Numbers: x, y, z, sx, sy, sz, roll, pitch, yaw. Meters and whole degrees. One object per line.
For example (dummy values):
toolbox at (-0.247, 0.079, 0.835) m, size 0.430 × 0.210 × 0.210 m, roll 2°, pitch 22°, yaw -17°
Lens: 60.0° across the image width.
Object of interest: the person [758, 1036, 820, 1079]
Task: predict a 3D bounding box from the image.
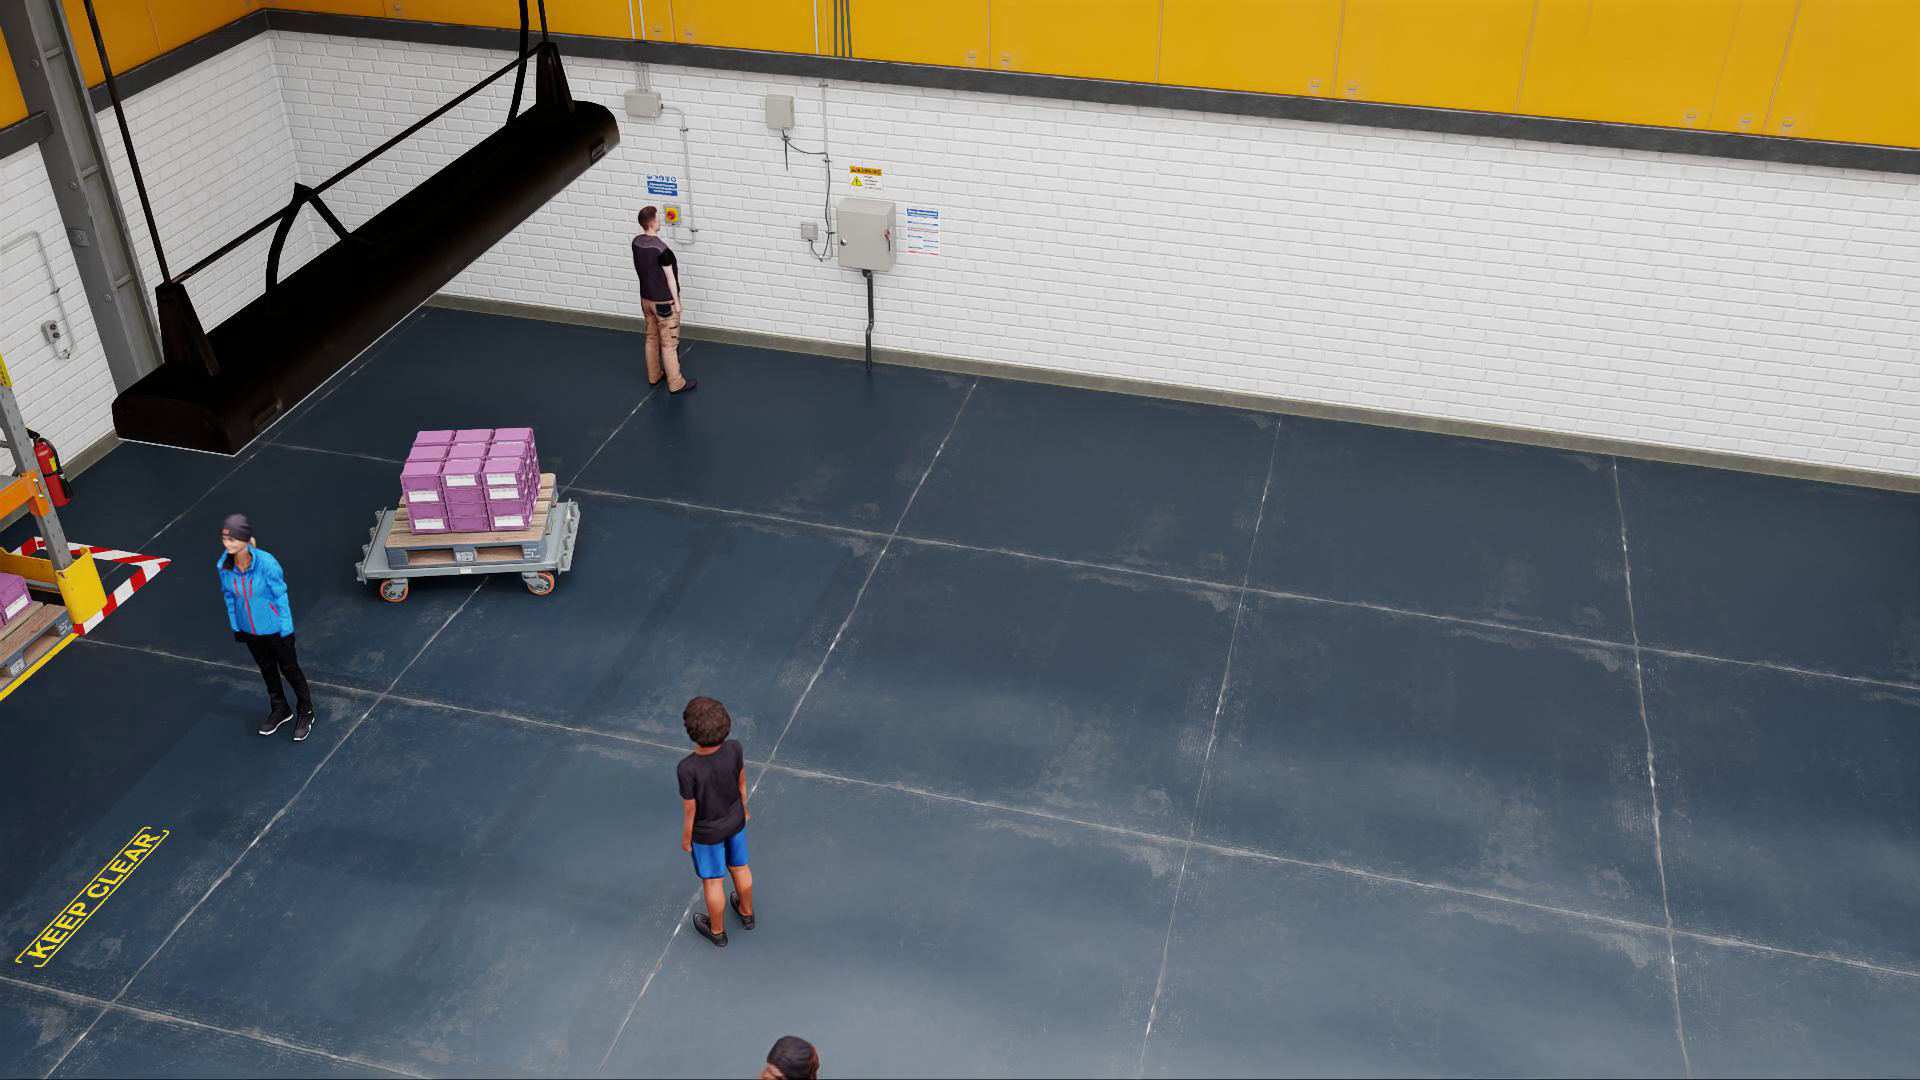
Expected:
person at (-0.782, 2.974, 7.924) m, size 0.635 × 1.723 × 0.646 m, roll 23°, pitch 40°, yaw 30°

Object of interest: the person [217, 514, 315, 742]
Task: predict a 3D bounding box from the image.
person at (-4.775, 0.597, 11.434) m, size 0.619 × 1.798 × 0.511 m, roll 7°, pitch 34°, yaw 11°

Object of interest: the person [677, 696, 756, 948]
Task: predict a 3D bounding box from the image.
person at (-1.437, 1.664, 9.827) m, size 0.685 × 1.798 × 0.773 m, roll -25°, pitch 41°, yaw -33°

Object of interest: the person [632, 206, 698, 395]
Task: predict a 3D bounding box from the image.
person at (-2.857, -2.286, 15.730) m, size 0.768 × 1.842 × 0.751 m, roll 26°, pitch 41°, yaw 33°
